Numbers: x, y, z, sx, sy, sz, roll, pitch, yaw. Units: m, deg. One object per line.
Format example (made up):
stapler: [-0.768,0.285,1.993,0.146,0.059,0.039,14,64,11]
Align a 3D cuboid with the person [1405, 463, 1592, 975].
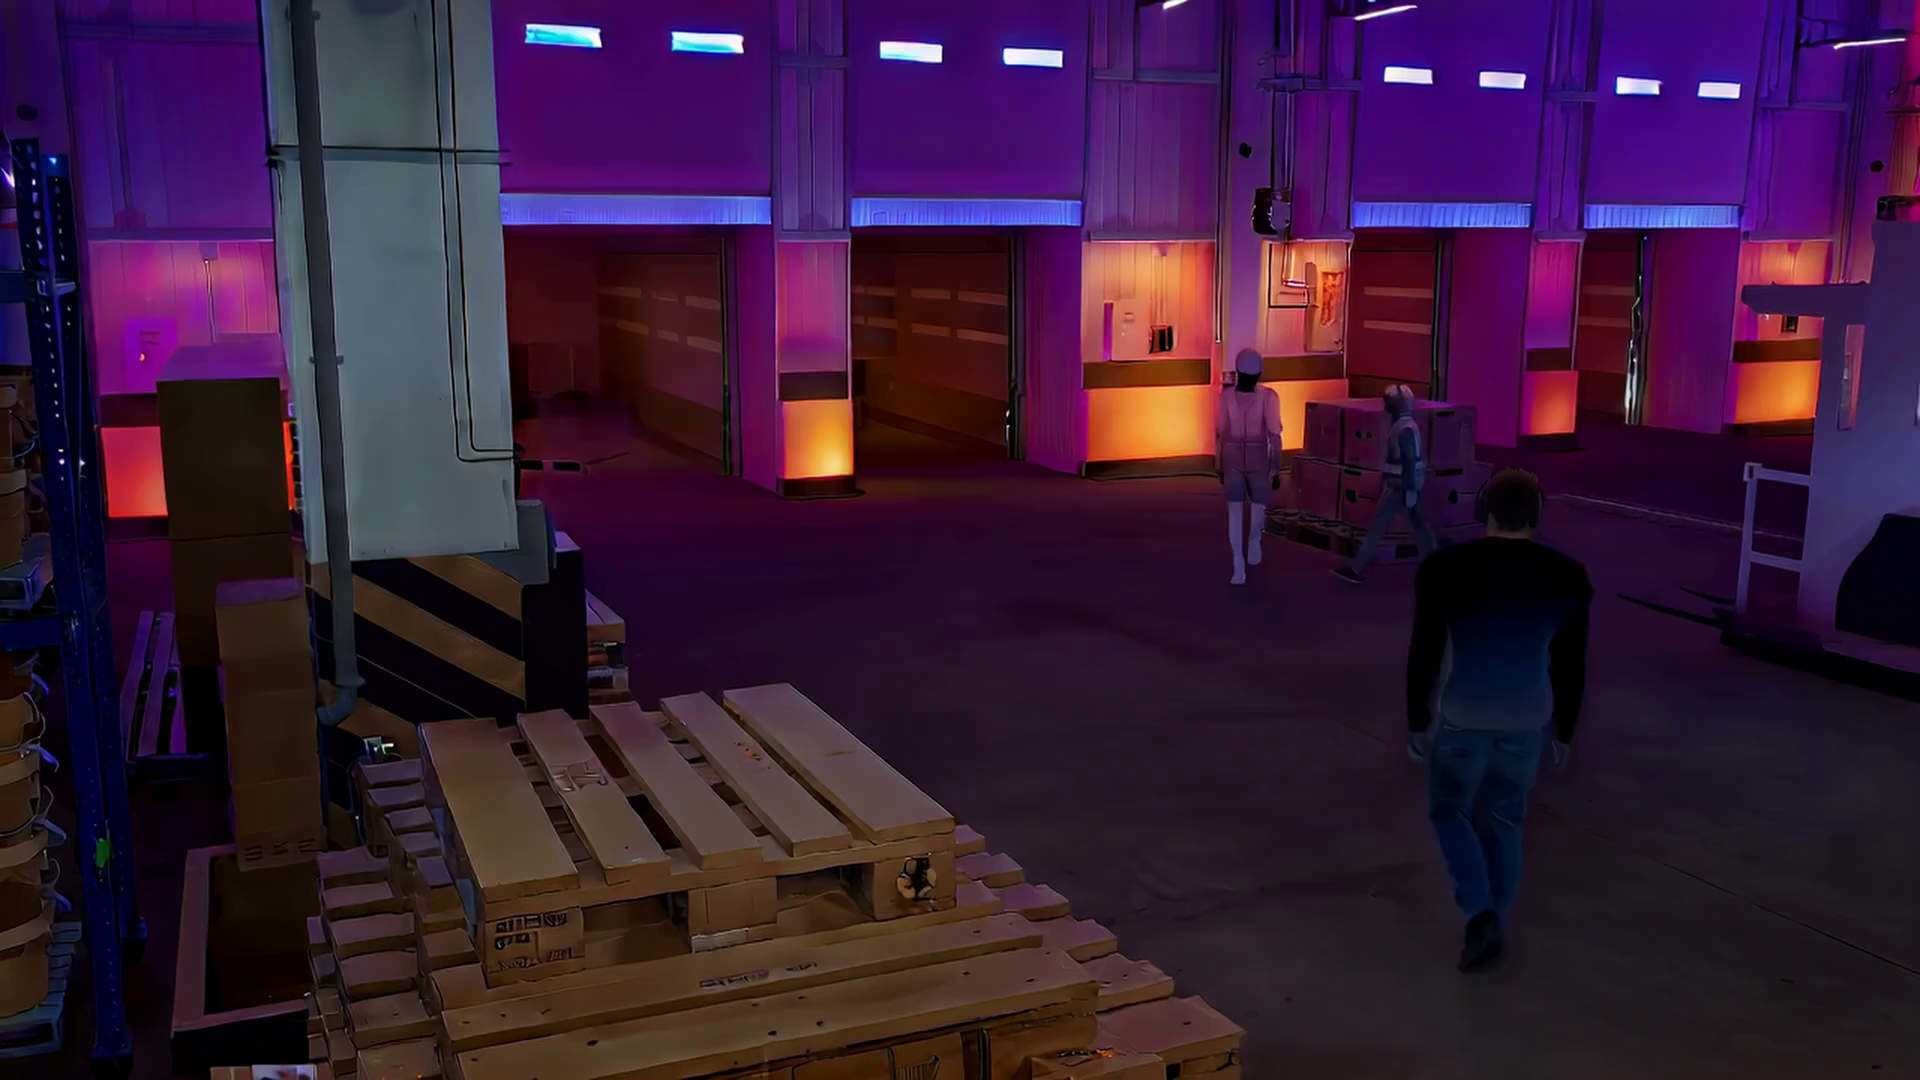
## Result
person: [1.964,0.680,6.086,0.640,1.918,0.619,1,10,4]

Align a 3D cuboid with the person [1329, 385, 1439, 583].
person: [3.428,-0.421,13.078,0.929,1.582,0.519,3,11,14]

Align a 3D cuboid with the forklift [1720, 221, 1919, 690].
forklift: [5.949,-0.550,10.218,1.129,2.768,1.873,-4,11,-23]

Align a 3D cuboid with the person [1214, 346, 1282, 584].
person: [2.321,-0.634,13.420,0.550,1.896,0.859,2,11,13]
